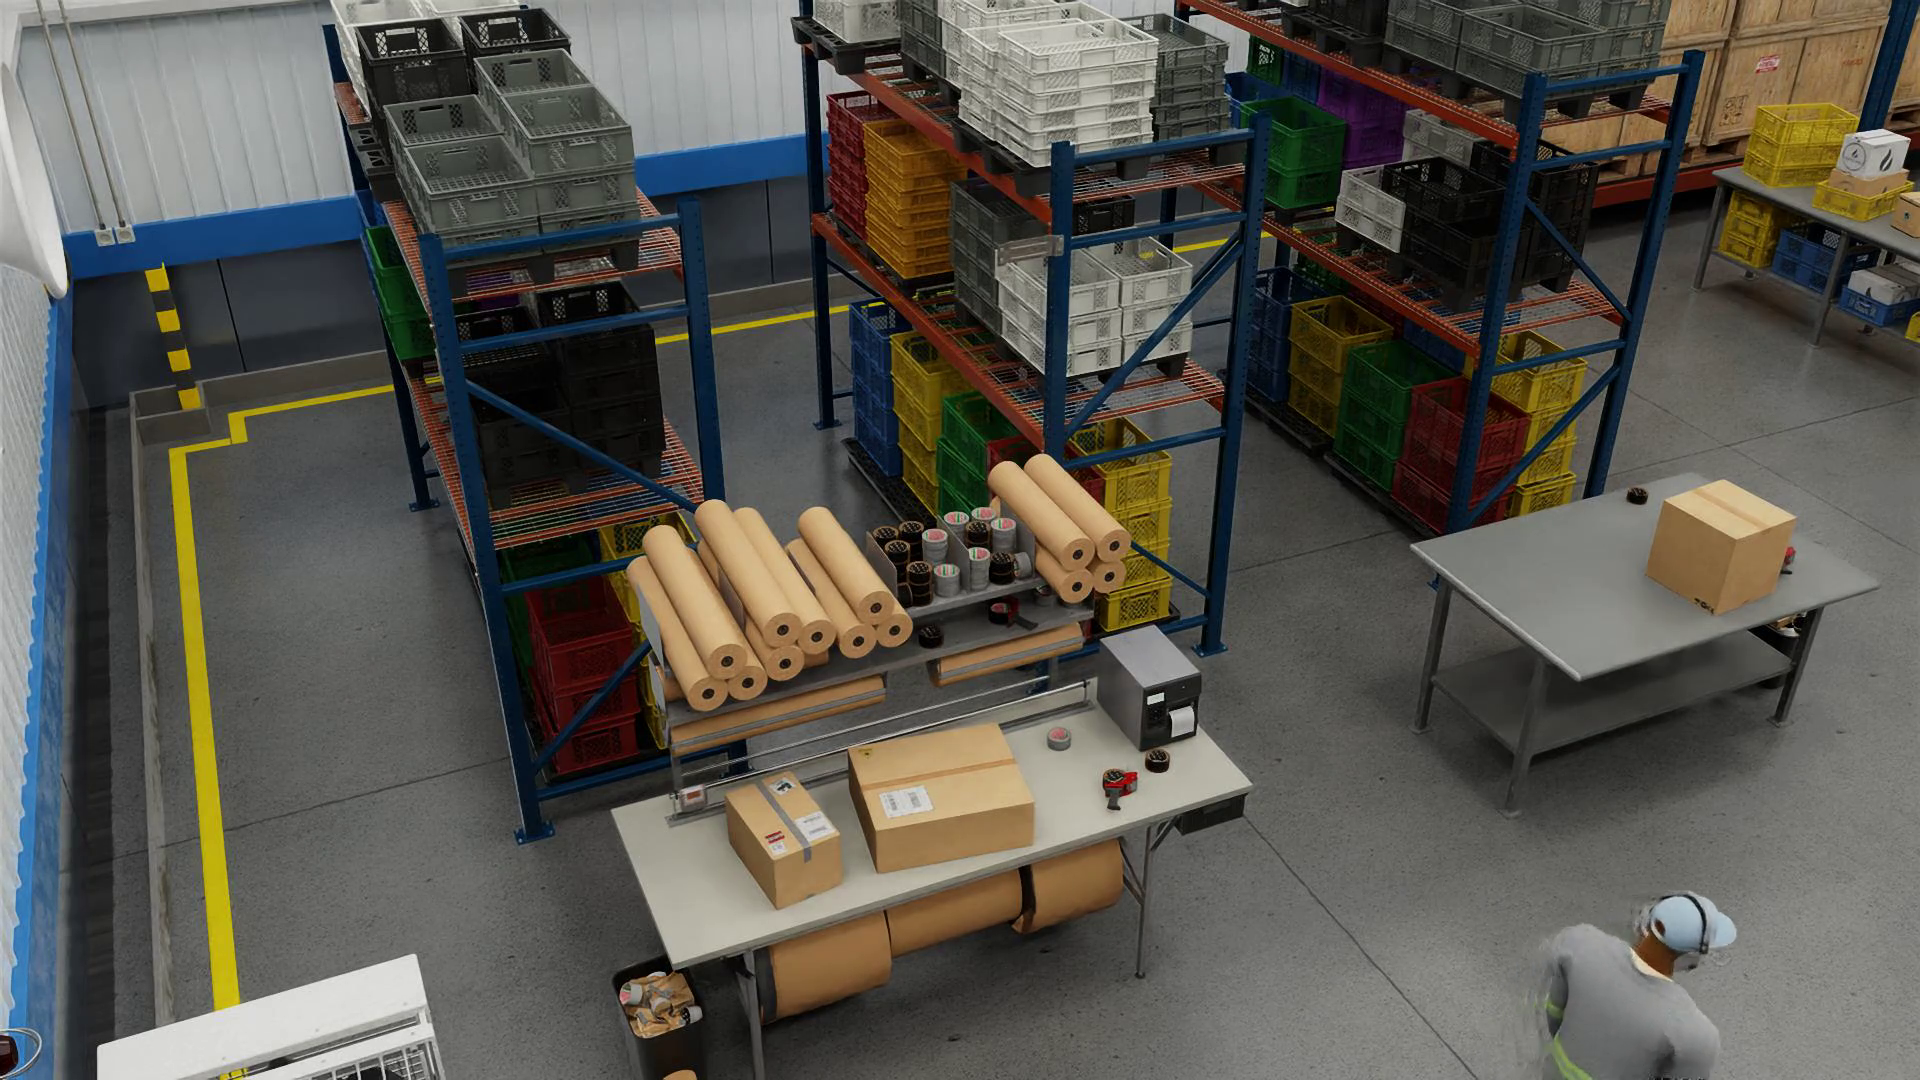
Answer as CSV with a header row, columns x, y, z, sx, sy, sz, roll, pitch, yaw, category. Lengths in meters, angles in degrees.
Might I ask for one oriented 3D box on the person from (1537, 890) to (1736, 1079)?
x,y,z,sx,sy,sz,roll,pitch,yaw,category
2.125,1.870,5.499,0.869,1.776,0.613,-23,38,-32,person
